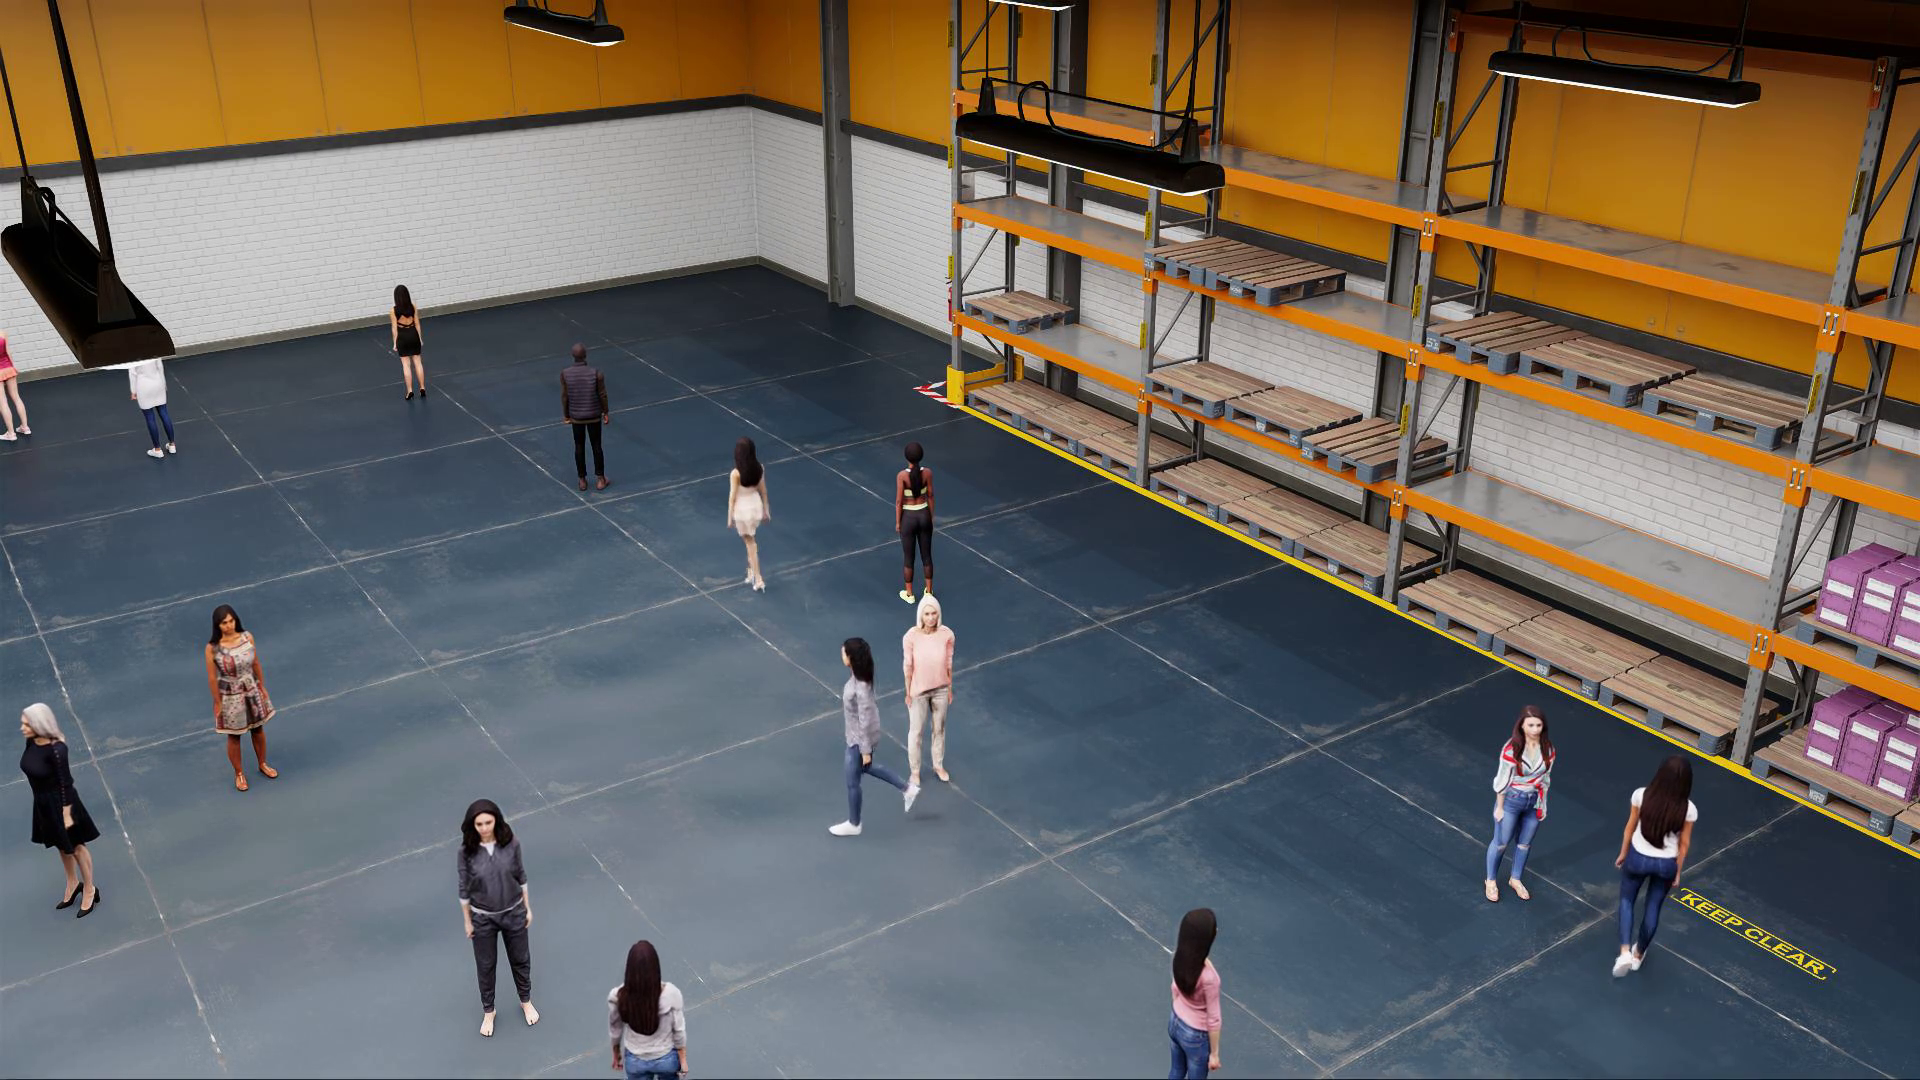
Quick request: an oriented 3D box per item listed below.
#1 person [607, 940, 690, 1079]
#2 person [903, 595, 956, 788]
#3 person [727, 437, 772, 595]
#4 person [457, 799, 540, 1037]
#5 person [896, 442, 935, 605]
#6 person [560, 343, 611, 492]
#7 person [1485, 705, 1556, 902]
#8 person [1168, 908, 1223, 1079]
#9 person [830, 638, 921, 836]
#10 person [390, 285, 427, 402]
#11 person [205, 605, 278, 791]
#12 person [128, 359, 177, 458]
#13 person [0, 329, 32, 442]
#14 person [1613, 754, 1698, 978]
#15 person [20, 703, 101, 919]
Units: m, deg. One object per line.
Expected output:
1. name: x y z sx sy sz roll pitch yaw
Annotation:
1. person: -1.840 3.127 9.866 0.884 1.611 1.014 -2 24 -4
2. person: -0.263 1.248 14.021 0.665 1.725 0.635 -6 24 -14
3. person: -2.146 -0.215 17.378 0.634 1.716 0.637 -20 30 -38
4. person: -3.098 2.490 11.131 0.640 1.764 0.576 -10 25 -21
5. person: -0.454 -0.183 17.258 0.620 1.755 0.605 -7 25 -15
6. person: -4.547 -1.502 20.174 0.780 1.835 0.771 -1 24 -3
7. person: 4.211 1.968 12.513 0.667 1.614 0.668 -2 24 -6
8. person: 1.403 2.965 10.071 0.663 1.742 0.472 -11 26 -24
9. person: -0.696 1.562 13.315 1.005 1.715 1.019 -2 24 -4
10. person: -7.731 -2.772 23.309 0.549 1.650 0.465 -15 28 -31
11. person: -6.071 1.293 14.017 0.596 1.645 0.691 21 31 39
12. person: -10.355 -1.936 21.243 0.639 1.775 0.676 17 29 34
13. person: -12.601 -2.193 21.857 0.717 1.754 0.671 8 25 17
14. person: 4.787 2.310 11.544 0.928 1.763 0.914 11 26 23
15. person: -6.681 1.986 12.305 0.638 1.747 0.744 13 27 27
